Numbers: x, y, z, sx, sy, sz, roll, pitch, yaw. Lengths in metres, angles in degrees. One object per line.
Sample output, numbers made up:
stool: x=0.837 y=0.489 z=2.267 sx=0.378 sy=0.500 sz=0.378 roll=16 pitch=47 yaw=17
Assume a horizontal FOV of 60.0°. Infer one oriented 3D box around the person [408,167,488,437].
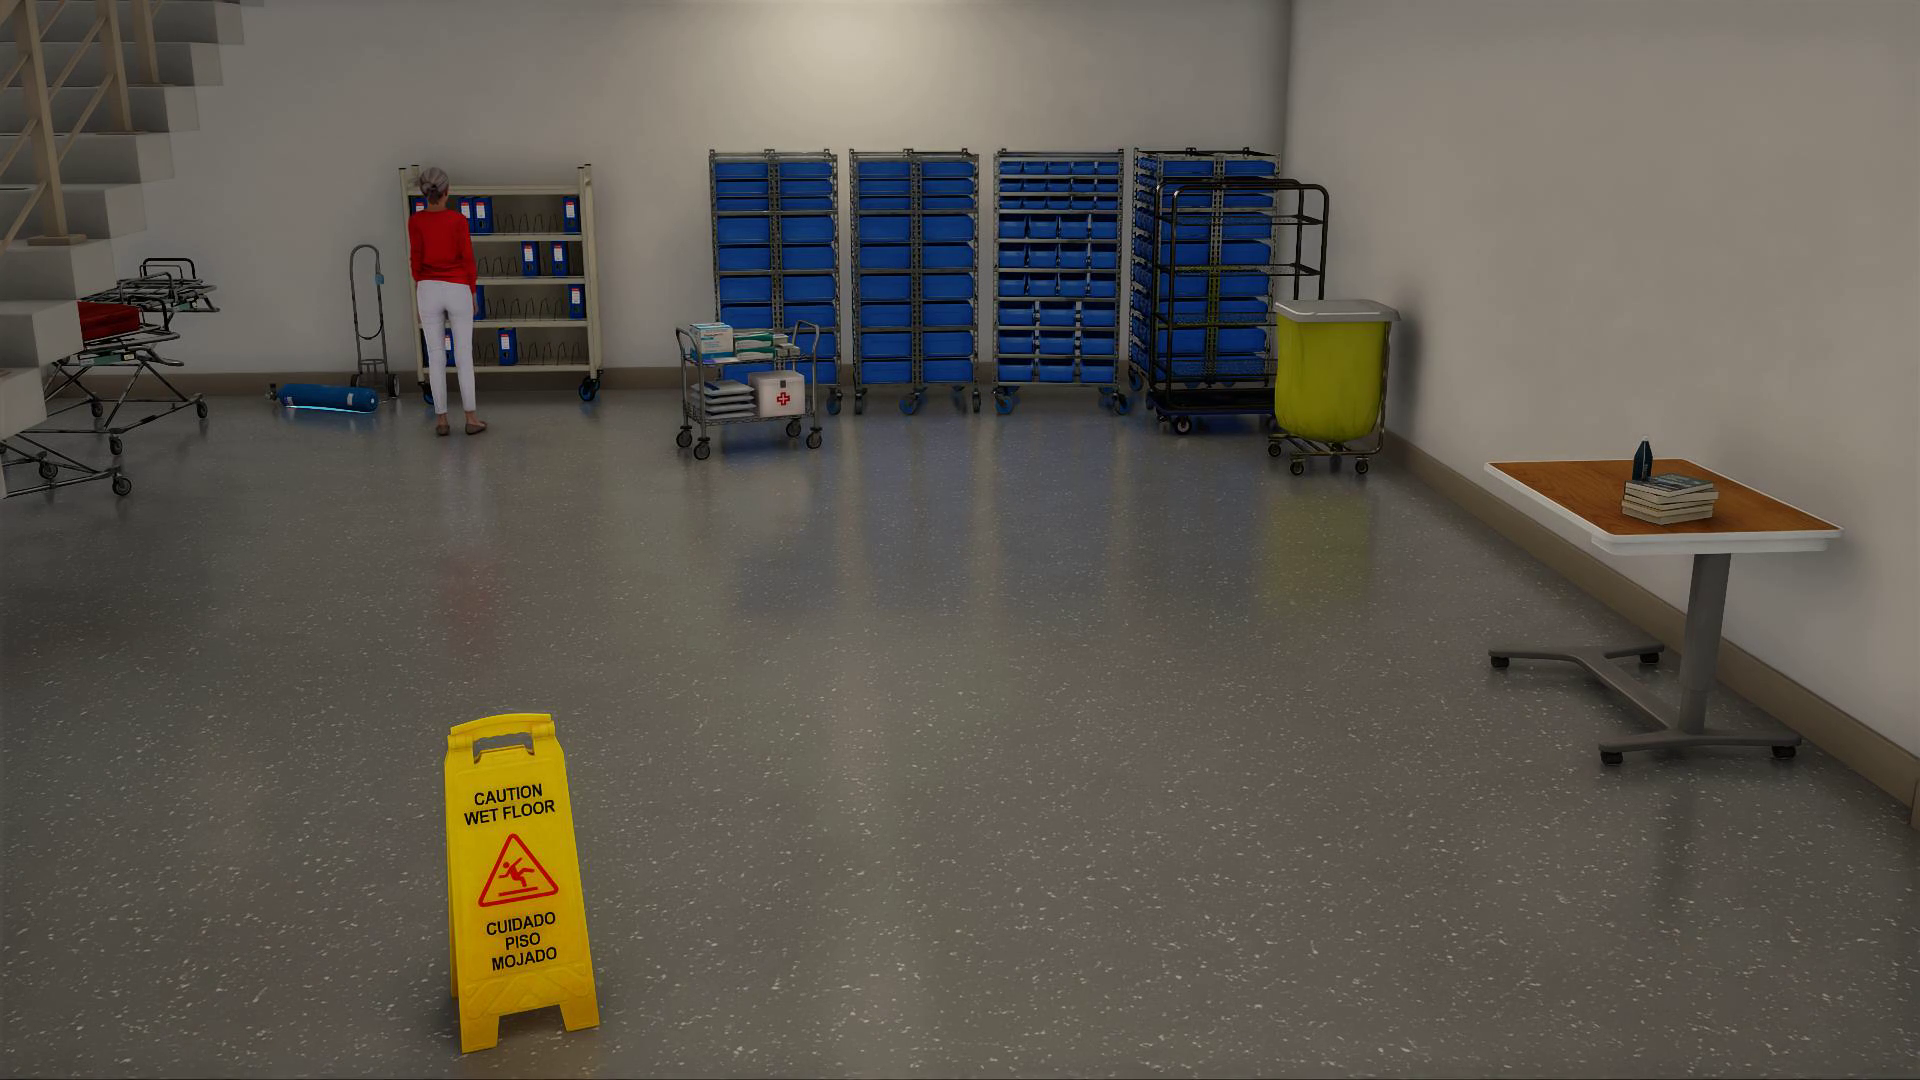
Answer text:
person: x=-3.291 y=-1.522 z=10.629 sx=0.553 sy=1.693 sz=0.528 roll=-2 pitch=16 yaw=-7
